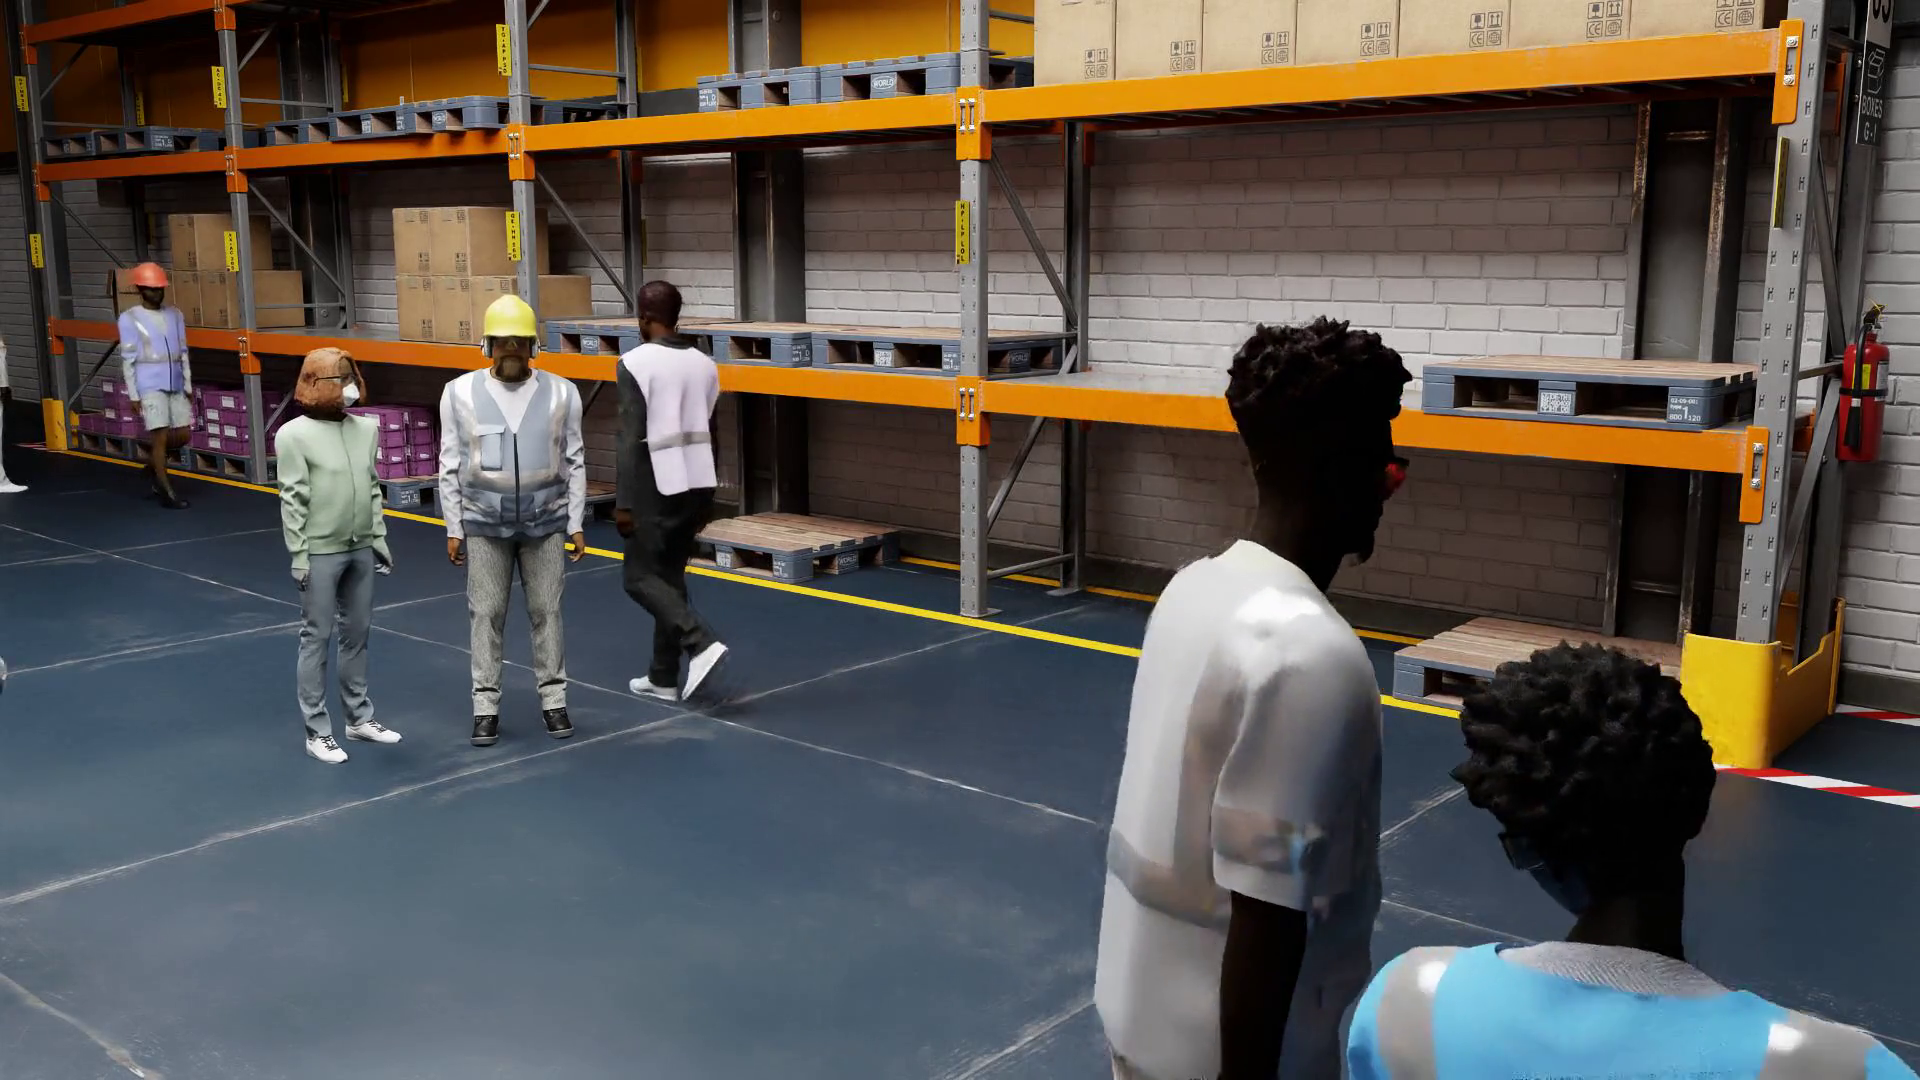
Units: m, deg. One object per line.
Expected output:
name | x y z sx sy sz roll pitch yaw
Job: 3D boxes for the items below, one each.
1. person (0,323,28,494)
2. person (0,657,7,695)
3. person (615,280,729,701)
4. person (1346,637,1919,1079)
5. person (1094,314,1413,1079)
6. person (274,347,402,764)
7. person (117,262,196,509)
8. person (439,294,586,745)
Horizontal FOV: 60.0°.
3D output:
person | -8.056 -1.339 13.727 0.594 1.924 0.382 4 11 23
person | -3.092 0.342 4.834 0.592 1.679 0.416 -4 11 -22
person | -1.226 -0.197 7.362 0.635 1.877 0.649 7 12 33
person | 0.577 0.939 1.510 0.381 1.669 0.596 -9 13 -41
person | 0.391 0.663 2.320 0.505 1.930 0.625 -2 10 -11
person | -2.474 0.053 6.631 0.281 1.636 0.497 5 11 25
person | -6.264 -1.198 12.953 0.557 1.919 0.556 5 11 28
person | -1.823 -0.080 6.819 0.587 1.836 0.404 -3 11 -19
